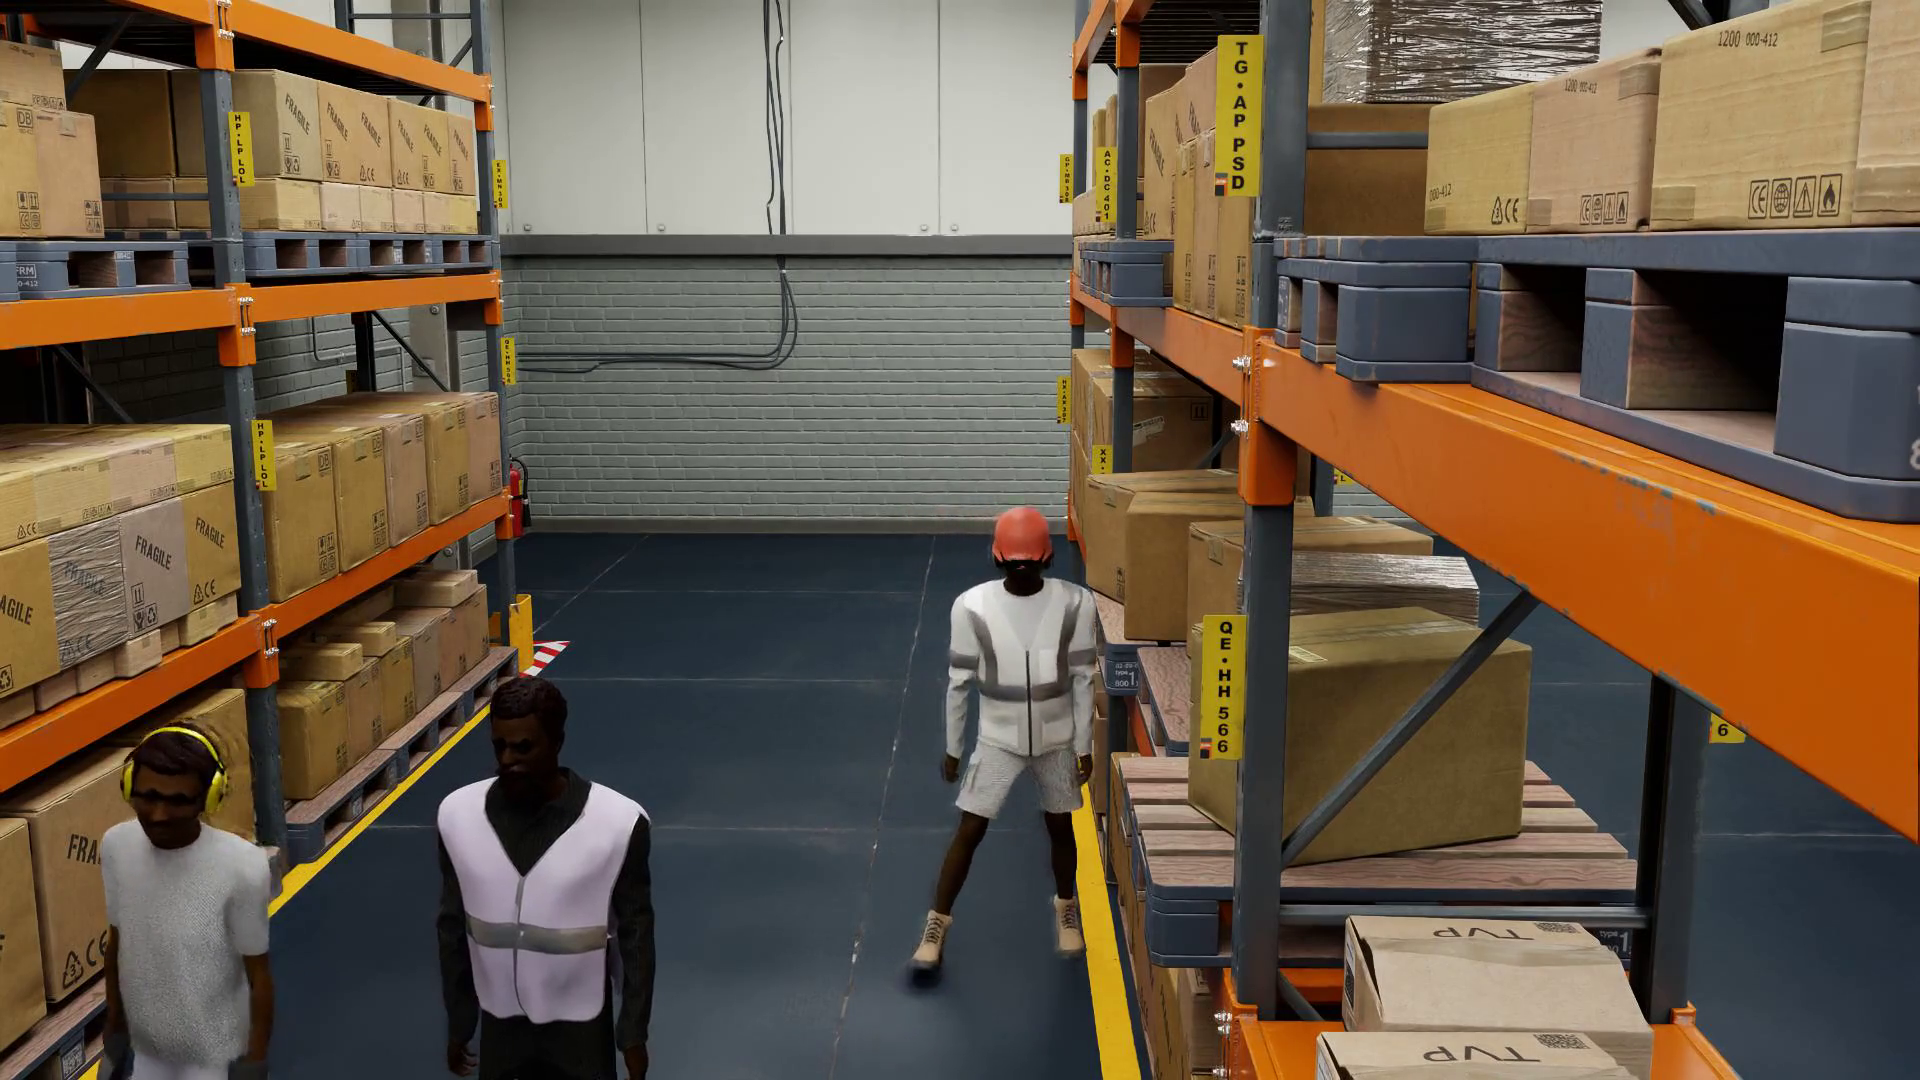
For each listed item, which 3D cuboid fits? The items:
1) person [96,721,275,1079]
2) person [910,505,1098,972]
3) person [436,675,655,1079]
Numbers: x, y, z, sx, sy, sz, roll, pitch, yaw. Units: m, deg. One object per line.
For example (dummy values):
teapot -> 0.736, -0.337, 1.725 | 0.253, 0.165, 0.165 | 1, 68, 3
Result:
person -> -2.013, 1.341, 4.421 | 0.562, 1.845, 0.560 | 3, 11, 17
person -> 0.191, 0.822, 6.943 | 0.772, 2.003, 0.546 | 0, 10, -2
person -> -1.112, 1.288, 4.512 | 0.590, 1.919, 0.393 | 1, 10, 7
